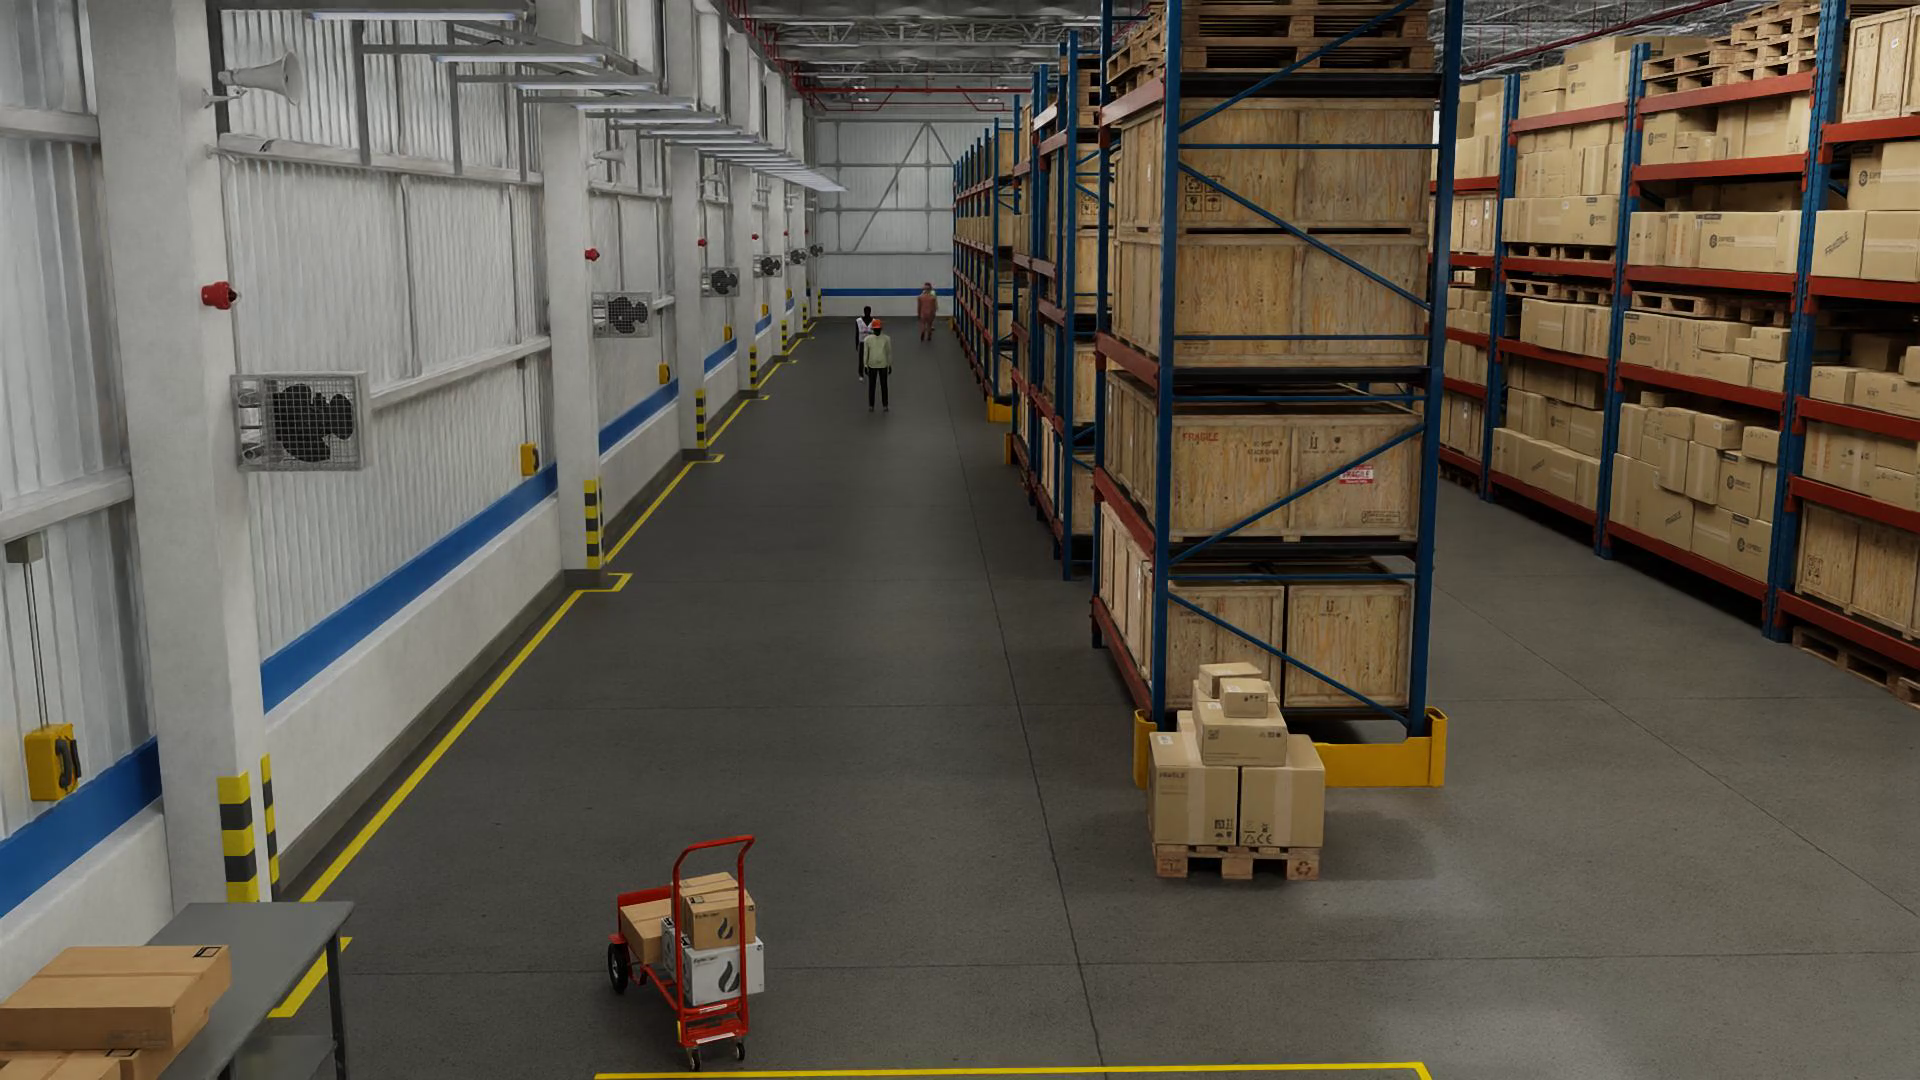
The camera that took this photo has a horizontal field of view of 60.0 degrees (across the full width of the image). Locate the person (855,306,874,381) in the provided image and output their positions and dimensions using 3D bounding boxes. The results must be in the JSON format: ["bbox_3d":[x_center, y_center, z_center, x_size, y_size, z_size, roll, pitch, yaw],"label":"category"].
[{"bbox_3d":[-2.382,-5.027,42.556,0.597,1.907,0.414,-2,11,-8],"label":"person"}]

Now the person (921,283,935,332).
[{"bbox_3d":[-1.171,-8.582,61.342,0.583,1.797,1.001,6,13,29],"label":"person"}]

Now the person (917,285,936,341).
[{"bbox_3d":[-1.122,-7.742,56.712,0.641,1.893,0.447,0,11,2],"label":"person"}]

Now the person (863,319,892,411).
[{"bbox_3d":[-1.763,-3.739,35.642,0.615,1.988,0.405,-1,11,-5],"label":"person"}]
